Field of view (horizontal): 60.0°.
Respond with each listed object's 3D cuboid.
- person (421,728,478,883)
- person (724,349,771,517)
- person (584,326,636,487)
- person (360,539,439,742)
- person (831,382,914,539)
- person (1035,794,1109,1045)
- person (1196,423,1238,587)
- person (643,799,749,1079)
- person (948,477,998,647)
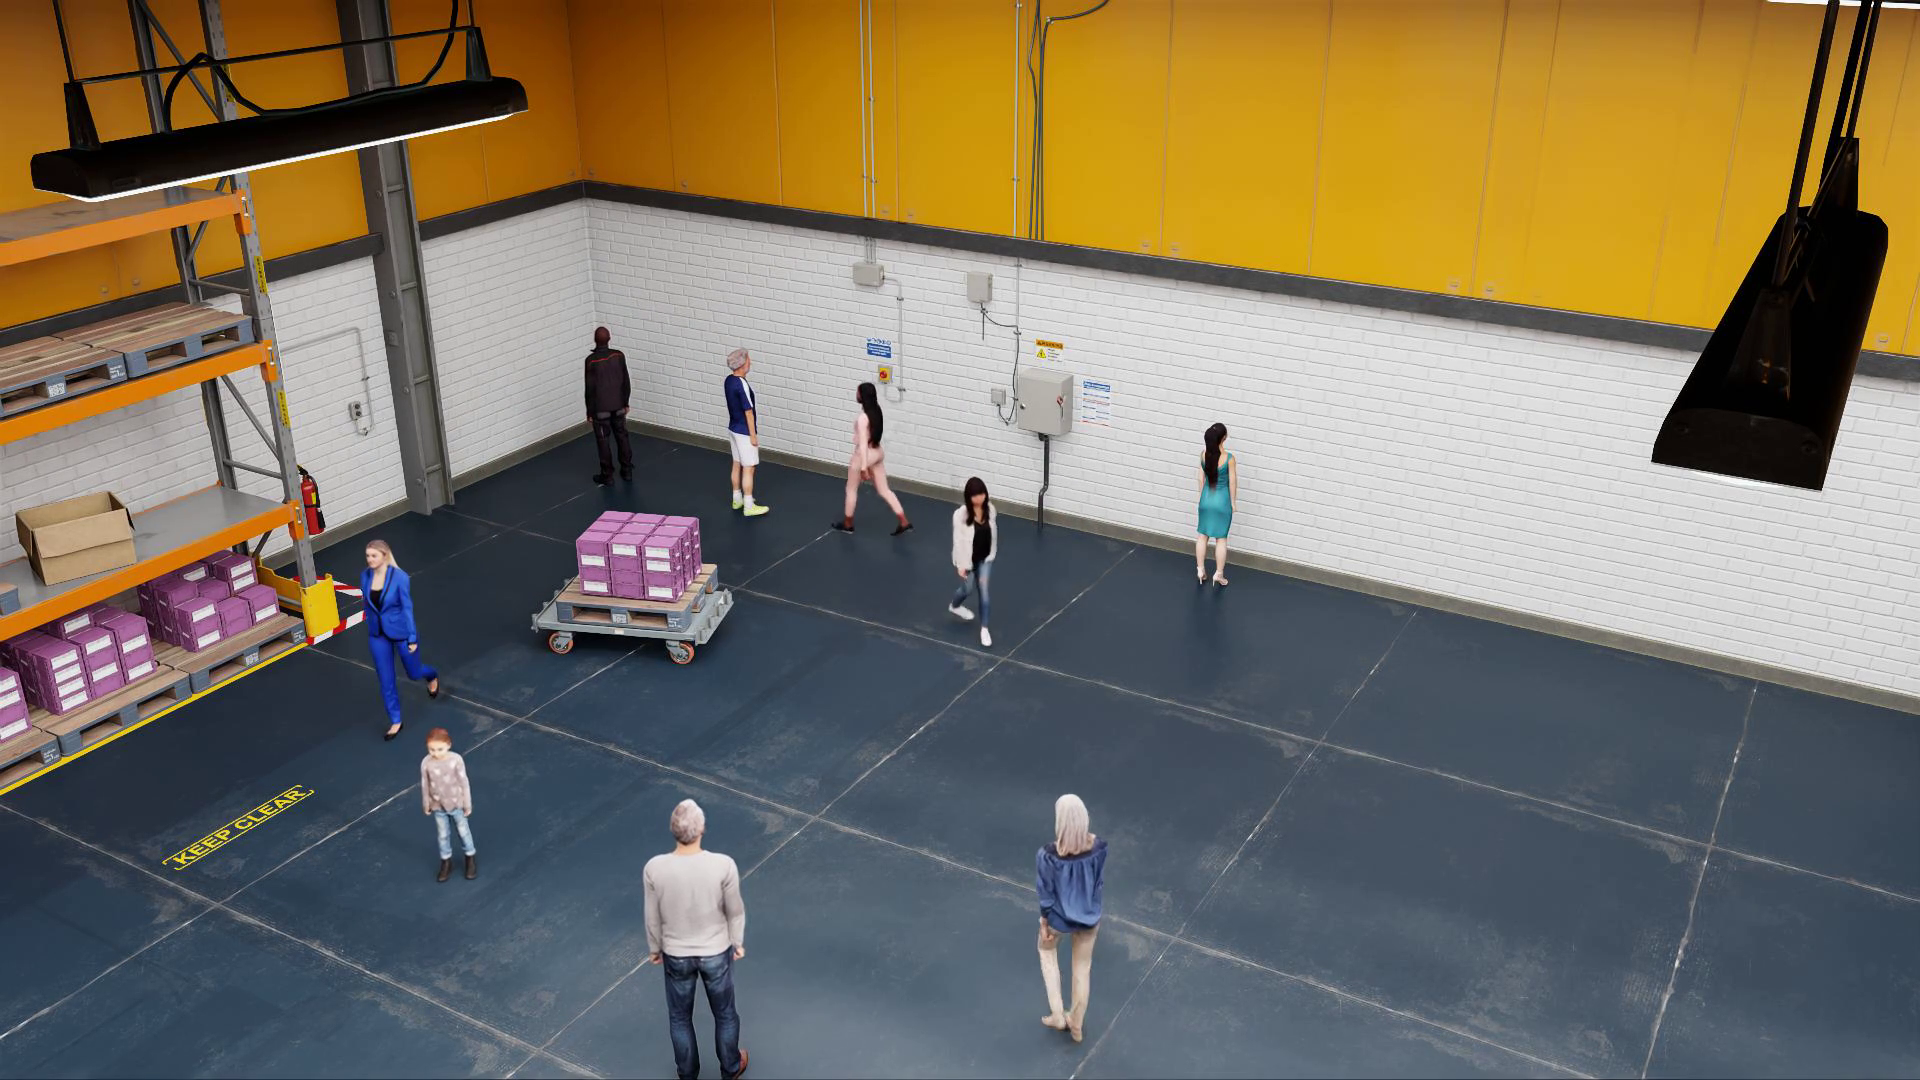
[{"bbox_3d":[-3.619,1.845,11.769,0.568,1.194,0.608,-2,24,-6],"label":"person"},{"bbox_3d":[-2.335,-1.173,17.868,0.715,1.839,0.720,-15,28,-30],"label":"person"},{"bbox_3d":[-3.953,-1.518,18.676,0.698,1.825,0.851,-17,29,-33],"label":"person"},{"bbox_3d":[-4.599,0.764,13.643,0.861,1.673,1.091,4,24,8],"label":"person"},{"bbox_3d":[-0.858,-0.785,17.175,0.760,1.682,1.127,10,26,22],"label":"person"},{"bbox_3d":[0.699,2.338,10.025,0.731,1.688,0.787,-5,24,-12],"label":"person"},{"bbox_3d":[2.483,-0.349,16.172,0.539,1.686,0.481,14,27,28],"label":"person"},{"bbox_3d":[-1.527,2.378,9.655,0.831,1.910,0.842,-1,24,-3],"label":"person"},{"bbox_3d":[0.104,0.140,15.161,0.982,1.600,1.006,-12,26,-25],"label":"person"}]
